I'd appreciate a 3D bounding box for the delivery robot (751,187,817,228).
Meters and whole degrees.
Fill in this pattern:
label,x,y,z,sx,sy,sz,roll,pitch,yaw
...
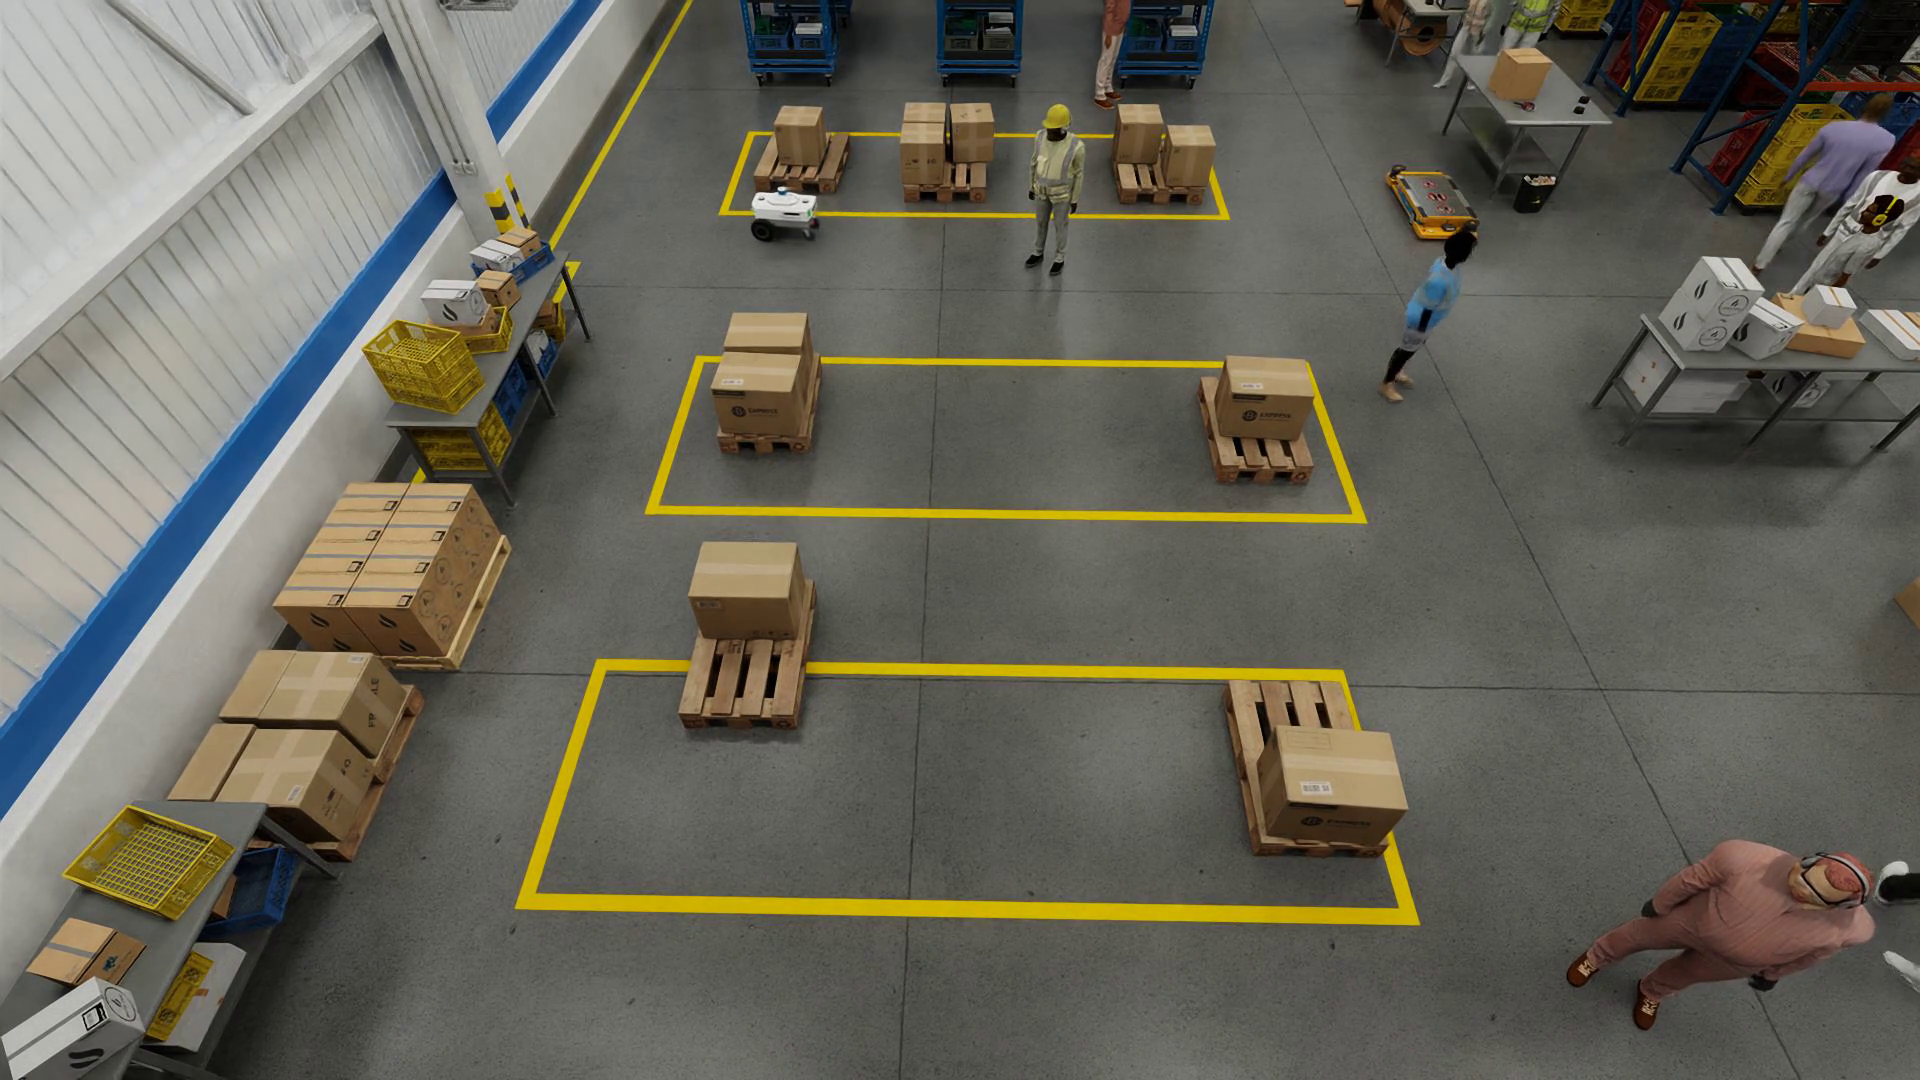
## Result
label,x,y,z,sx,sy,sz,roll,pitch,yaw
delivery robot,-2.022,-3.834,10.587,0.707,0.478,0.477,5,49,4

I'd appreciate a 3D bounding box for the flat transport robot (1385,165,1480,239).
label,x,y,z,sx,sy,sz,roll,pitch,yaw
flat transport robot,5.692,-4.094,11.059,0.652,0.197,1.431,1,49,1

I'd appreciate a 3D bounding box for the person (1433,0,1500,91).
label,x,y,z,sx,sy,sz,roll,pitch,yaw
person,7.248,-7.169,12.848,0.599,1.602,0.530,-23,53,-19

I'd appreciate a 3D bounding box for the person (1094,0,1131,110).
label,x,y,z,sx,sy,sz,roll,pitch,yaw
person,2.103,-6.914,12.367,0.382,1.996,0.608,23,53,19

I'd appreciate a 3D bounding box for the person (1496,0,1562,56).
label,x,y,z,sx,sy,sz,roll,pitch,yaw
person,7.801,-7.087,12.627,0.629,1.837,0.431,20,52,16

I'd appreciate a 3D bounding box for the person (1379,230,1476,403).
label,x,y,z,sx,sy,sz,roll,pitch,yaw
person,4.210,-2.023,8.335,0.320,1.692,0.564,23,53,19

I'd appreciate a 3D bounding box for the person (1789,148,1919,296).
label,x,y,z,sx,sy,sz,roll,pitch,yaw
person,8.824,-2.945,9.011,0.343,1.876,0.578,-24,53,-19

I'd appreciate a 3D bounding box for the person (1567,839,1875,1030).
label,x,y,z,sx,sy,sz,roll,pitch,yaw
person,3.875,2.033,4.684,0.642,1.905,0.401,34,57,26

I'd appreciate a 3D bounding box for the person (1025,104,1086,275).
label,x,y,z,sx,sy,sz,roll,pitch,yaw
person,0.983,-3.681,9.677,0.600,1.827,0.403,26,54,21

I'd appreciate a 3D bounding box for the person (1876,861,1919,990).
label,x,y,z,sx,sy,sz,roll,pitch,yaw
person,5.767,1.808,4.918,0.623,1.852,0.851,16,51,13

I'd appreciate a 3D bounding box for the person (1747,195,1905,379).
label,x,y,z,sx,sy,sz,roll,pitch,yaw
person,7.904,-2.294,8.451,0.328,1.872,0.509,30,55,23

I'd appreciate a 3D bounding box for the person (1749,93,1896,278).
label,x,y,z,sx,sy,sz,roll,pitch,yaw
person,9.130,-3.787,9.736,0.644,1.880,1.001,27,54,22
